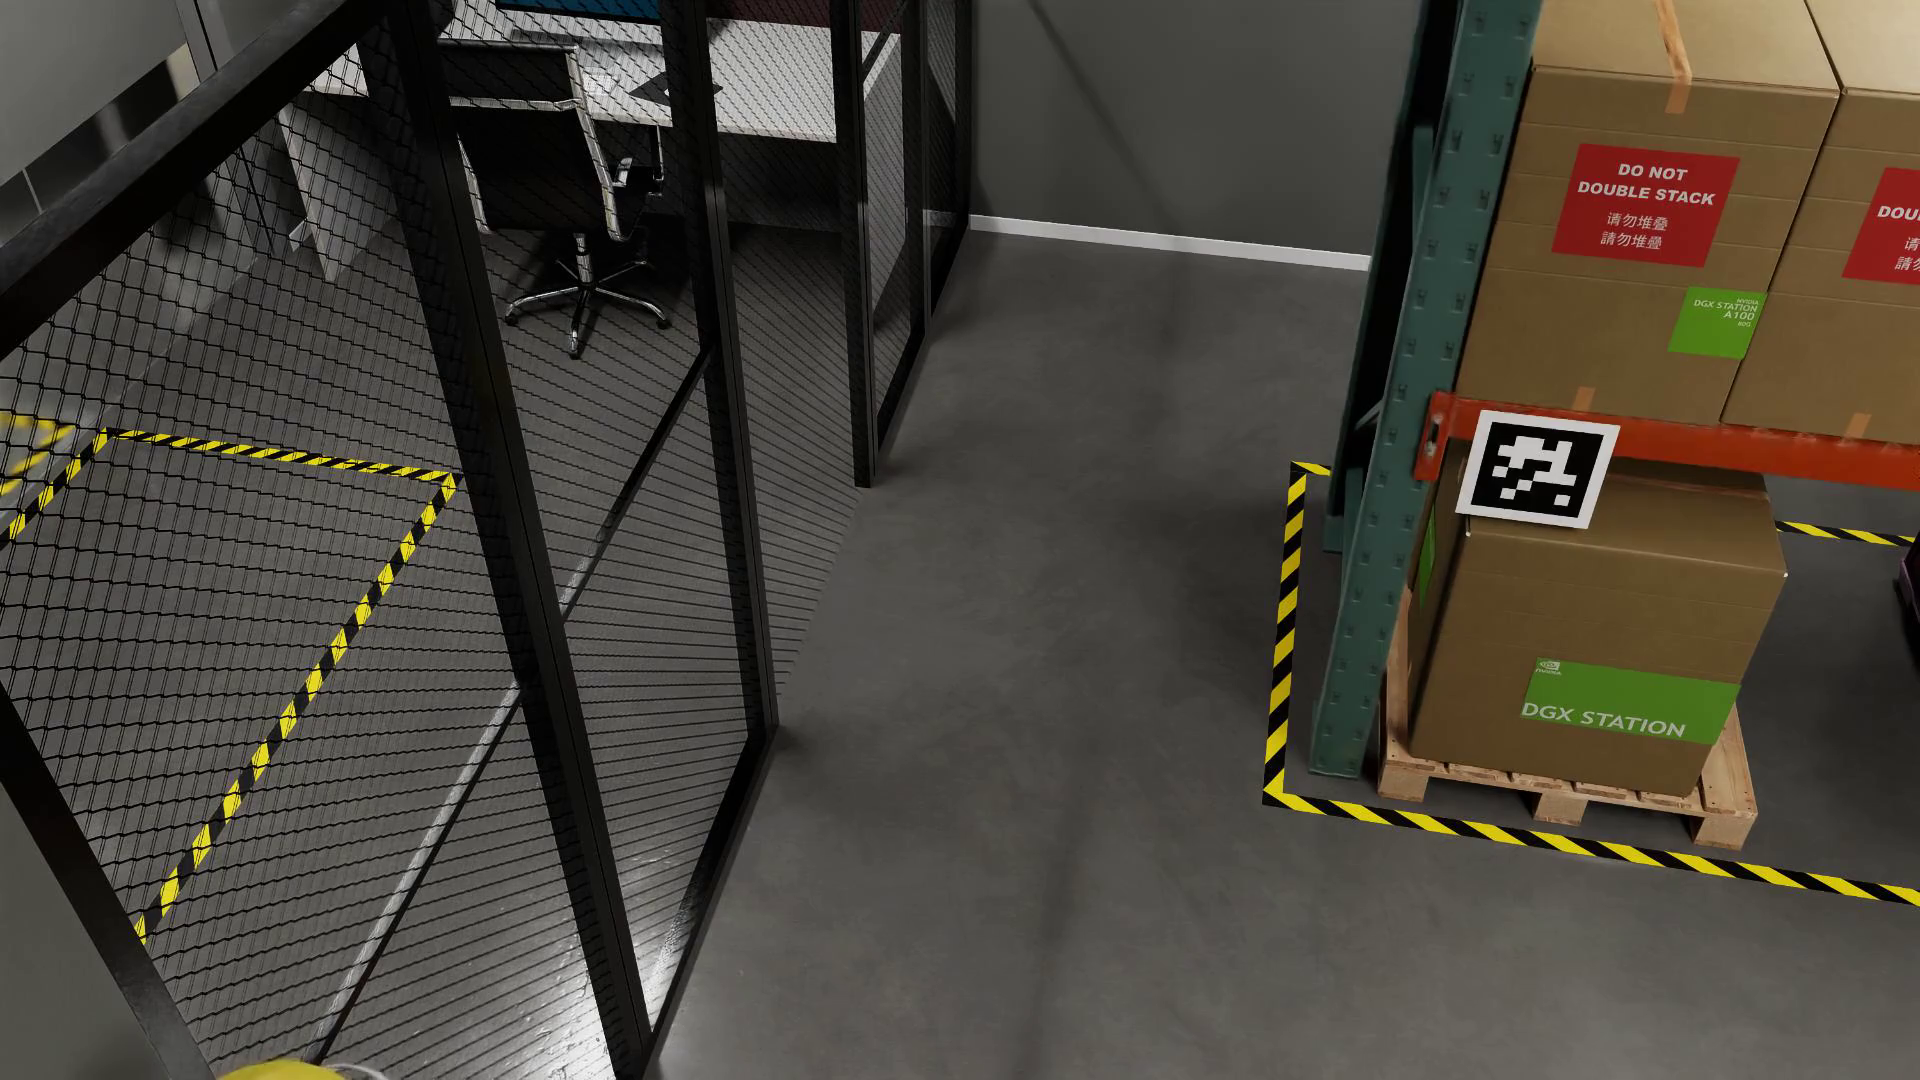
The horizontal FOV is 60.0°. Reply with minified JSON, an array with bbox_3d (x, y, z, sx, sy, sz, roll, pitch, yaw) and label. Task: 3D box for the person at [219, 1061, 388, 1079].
[{"bbox_3d":[-0.678,1.229,2.163,0.603,1.830,0.404,13,43,14],"label":"person"}]
